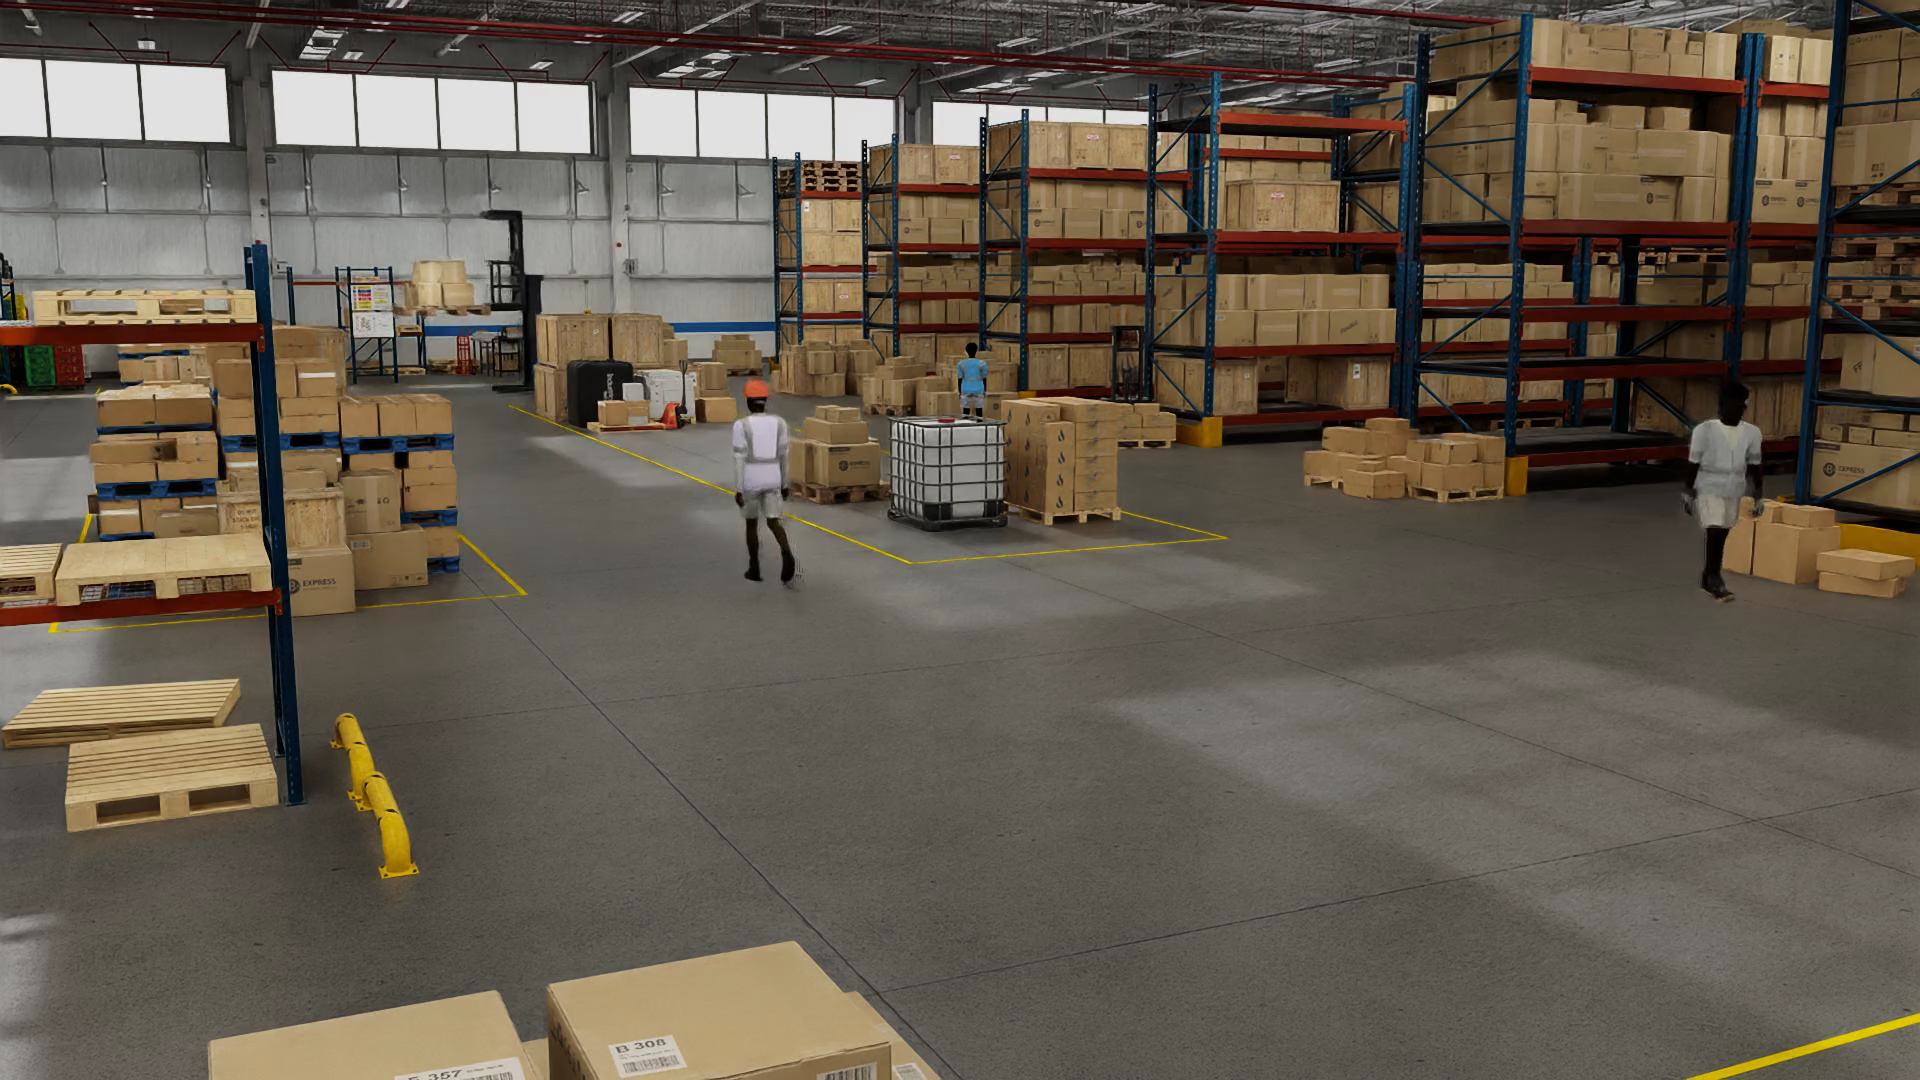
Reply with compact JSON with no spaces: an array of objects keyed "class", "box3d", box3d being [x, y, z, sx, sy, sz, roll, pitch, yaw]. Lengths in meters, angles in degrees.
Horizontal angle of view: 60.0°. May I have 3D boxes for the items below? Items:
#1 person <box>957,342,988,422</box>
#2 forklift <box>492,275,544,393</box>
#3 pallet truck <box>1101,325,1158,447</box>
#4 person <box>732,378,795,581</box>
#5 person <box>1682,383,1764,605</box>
[{"class":"person","box3d":[0.213,-2.527,28.419,0.533,1.699,0.318,0,9,-2]},{"class":"forklift","box3d":[-10.188,-4.946,39.772,1.873,2.768,1.129,-4,10,-25]},{"class":"pallet truck","box3d":[2.881,-2.596,27.923,0.823,1.965,1.885,-1,9,-7]},{"class":"person","box3d":[-1.806,-0.532,15.368,0.553,1.922,0.729,-5,11,-30]},{"class":"person","box3d":[6.722,-0.400,14.527,0.618,1.916,0.964,-1,9,-4]}]
